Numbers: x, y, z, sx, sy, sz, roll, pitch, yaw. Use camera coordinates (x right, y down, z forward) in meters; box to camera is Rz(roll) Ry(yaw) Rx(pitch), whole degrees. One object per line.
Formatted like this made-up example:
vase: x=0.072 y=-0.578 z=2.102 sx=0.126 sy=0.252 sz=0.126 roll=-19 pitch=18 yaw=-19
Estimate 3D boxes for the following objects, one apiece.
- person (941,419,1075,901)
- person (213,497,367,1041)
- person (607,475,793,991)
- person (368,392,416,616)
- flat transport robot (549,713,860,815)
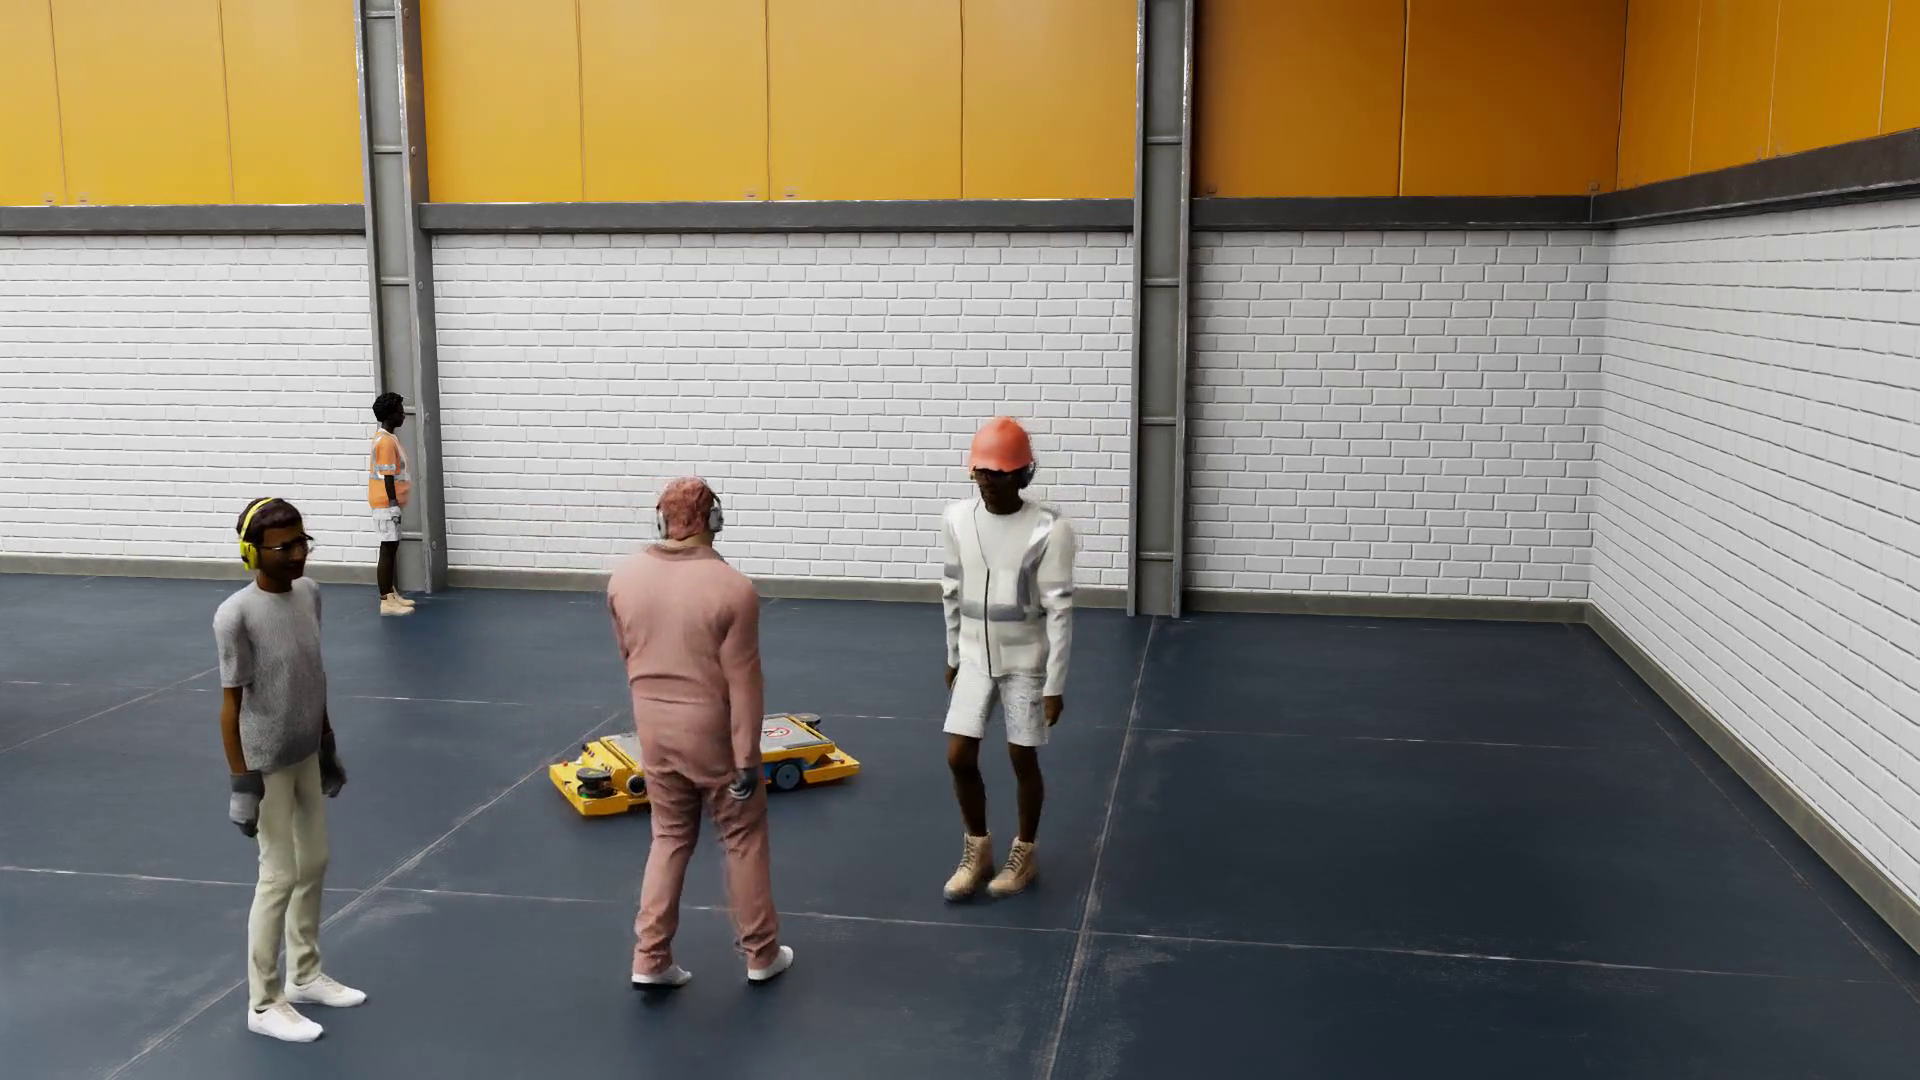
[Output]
person: x=0.158 y=0.511 z=6.786 sx=0.640 sy=2.016 sz=0.612 roll=5 pitch=10 yaw=28
person: x=-2.306 y=0.767 z=5.700 sx=0.343 sy=1.860 sz=0.529 roll=2 pitch=9 yaw=12
person: x=-0.969 y=0.707 z=6.005 sx=0.660 sy=1.882 sz=0.646 roll=4 pitch=10 yaw=24
person: x=-4.320 y=-0.274 z=12.619 sx=0.319 sy=1.694 sz=0.532 roll=-3 pitch=10 yaw=-16
flat transport robot: x=-1.290 y=1.113 z=8.426 sx=1.431 sy=0.197 sz=0.652 roll=-5 pitch=10 yaw=-27
